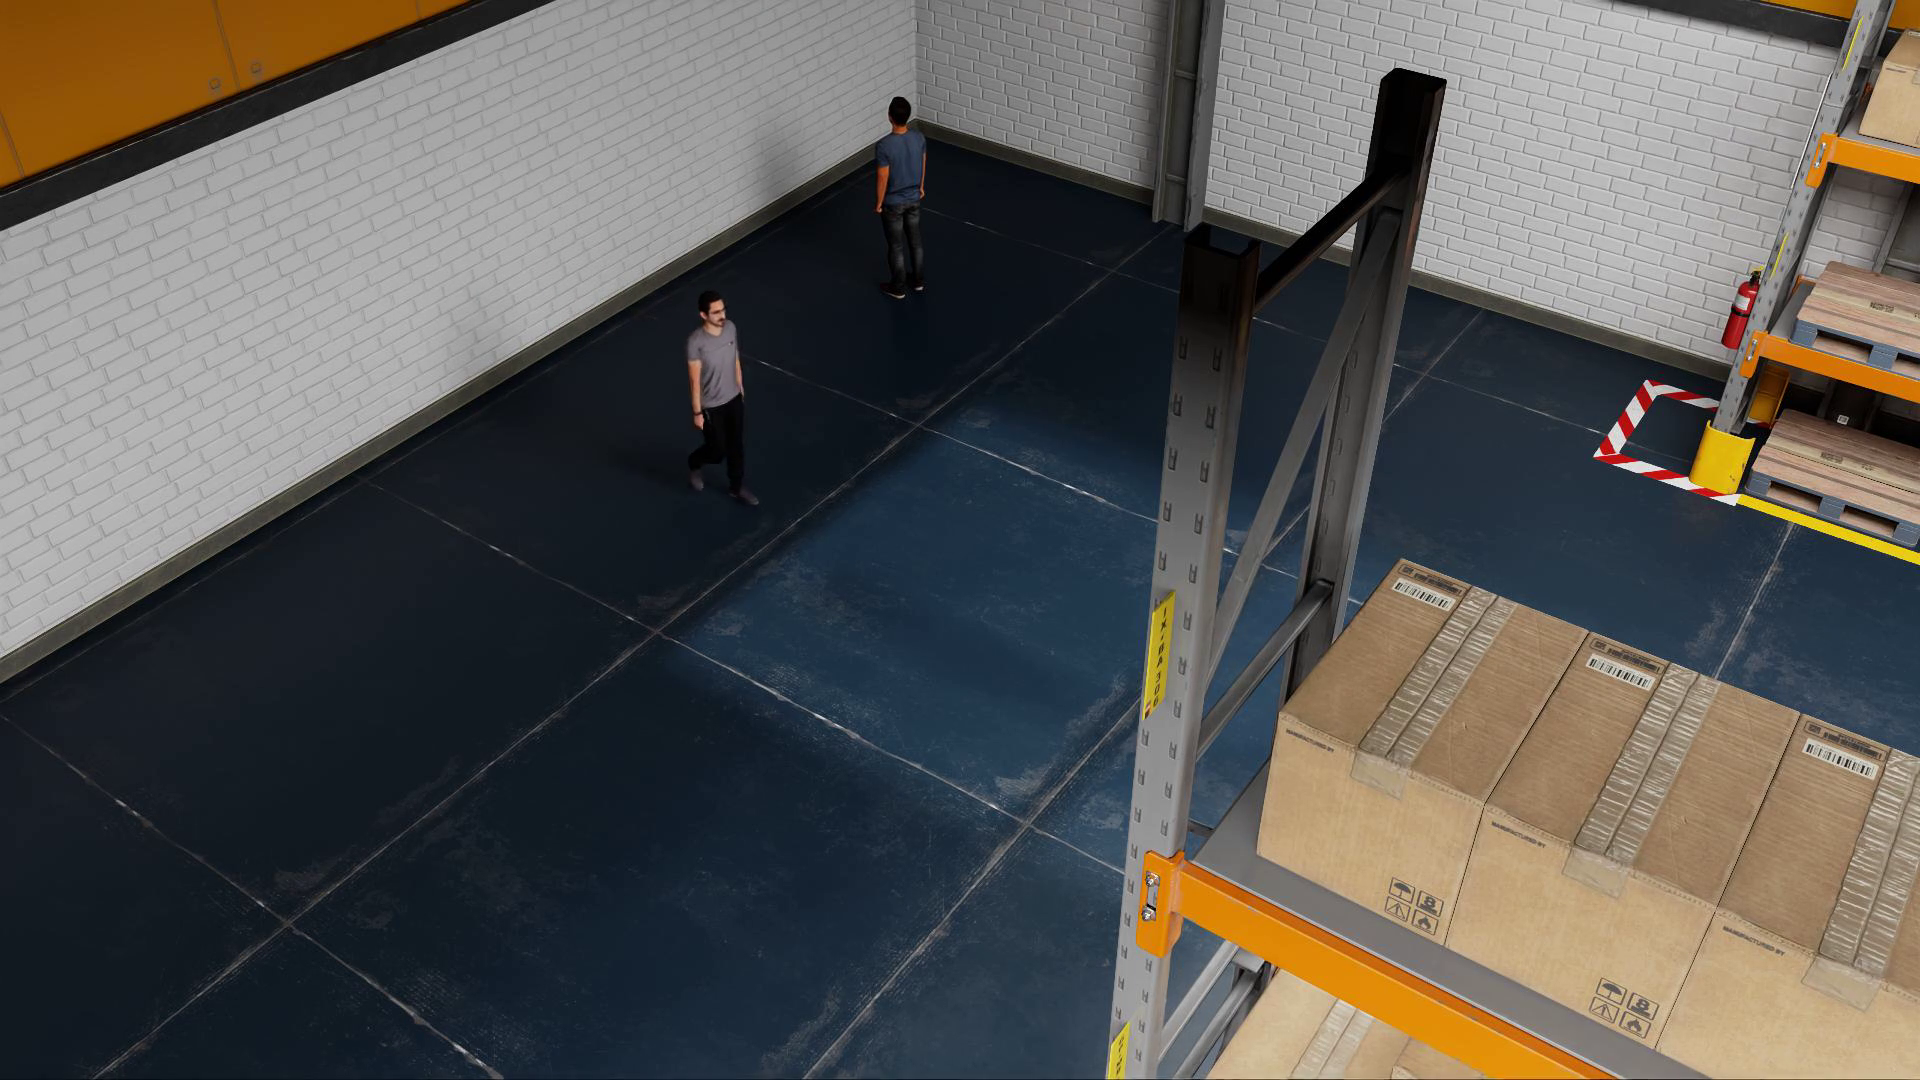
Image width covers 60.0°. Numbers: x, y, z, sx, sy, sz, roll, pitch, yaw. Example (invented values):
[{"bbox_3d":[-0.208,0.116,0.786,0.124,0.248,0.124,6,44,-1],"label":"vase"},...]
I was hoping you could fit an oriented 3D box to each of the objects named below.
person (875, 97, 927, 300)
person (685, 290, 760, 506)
[{"bbox_3d":[-0.499,-2.934,14.258,0.711,1.810,0.657,-25,45,-28],"label":"person"},{"bbox_3d":[-1.787,-1.027,11.921,0.831,1.745,0.673,28,47,31],"label":"person"}]
